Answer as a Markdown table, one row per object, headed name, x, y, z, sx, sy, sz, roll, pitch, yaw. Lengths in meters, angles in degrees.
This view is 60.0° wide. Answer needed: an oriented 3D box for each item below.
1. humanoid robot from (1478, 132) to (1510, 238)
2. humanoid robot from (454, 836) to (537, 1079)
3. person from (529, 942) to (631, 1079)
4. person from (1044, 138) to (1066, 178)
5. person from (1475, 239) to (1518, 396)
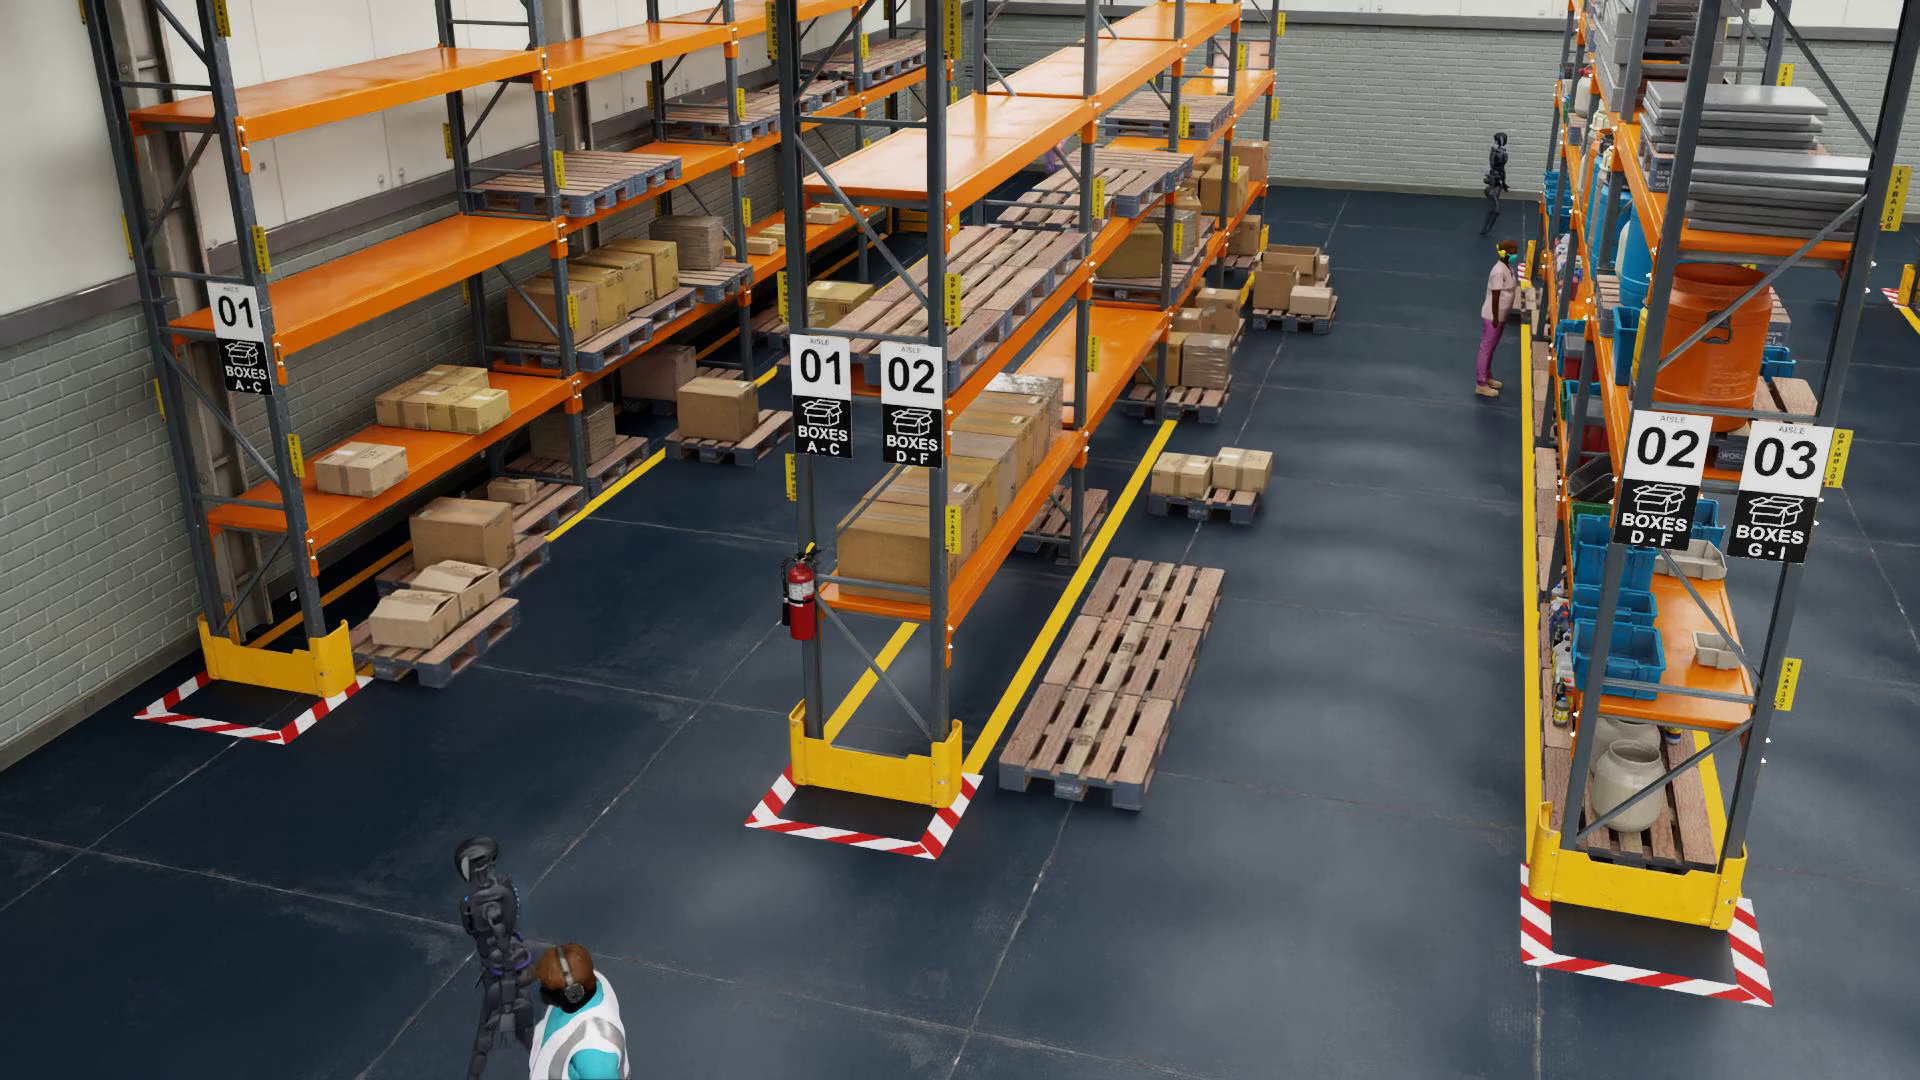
| name | x | y | z | sx | sy | sz | roll | pitch | yaw |
| --- | --- | --- | --- | --- | --- | --- | --- | --- | --- |
| humanoid robot | 8.555 | -5.677 | 26.559 | 0.387 | 1.652 | 0.600 | 17 | 29 | 35 |
| humanoid robot | -2.308 | 2.218 | 8.315 | 0.786 | 1.628 | 0.608 | -12 | 26 | -25 |
| person | -1.652 | 2.538 | 7.307 | 0.429 | 1.840 | 0.623 | -8 | 25 | -19 |
| person | 1.449 | -5.966 | 27.222 | 0.689 | 1.669 | 0.529 | 1 | 23 | 2 |
| person | 6.213 | -2.584 | 19.233 | 0.335 | 1.799 | 0.526 | 11 | 26 | 25 |
